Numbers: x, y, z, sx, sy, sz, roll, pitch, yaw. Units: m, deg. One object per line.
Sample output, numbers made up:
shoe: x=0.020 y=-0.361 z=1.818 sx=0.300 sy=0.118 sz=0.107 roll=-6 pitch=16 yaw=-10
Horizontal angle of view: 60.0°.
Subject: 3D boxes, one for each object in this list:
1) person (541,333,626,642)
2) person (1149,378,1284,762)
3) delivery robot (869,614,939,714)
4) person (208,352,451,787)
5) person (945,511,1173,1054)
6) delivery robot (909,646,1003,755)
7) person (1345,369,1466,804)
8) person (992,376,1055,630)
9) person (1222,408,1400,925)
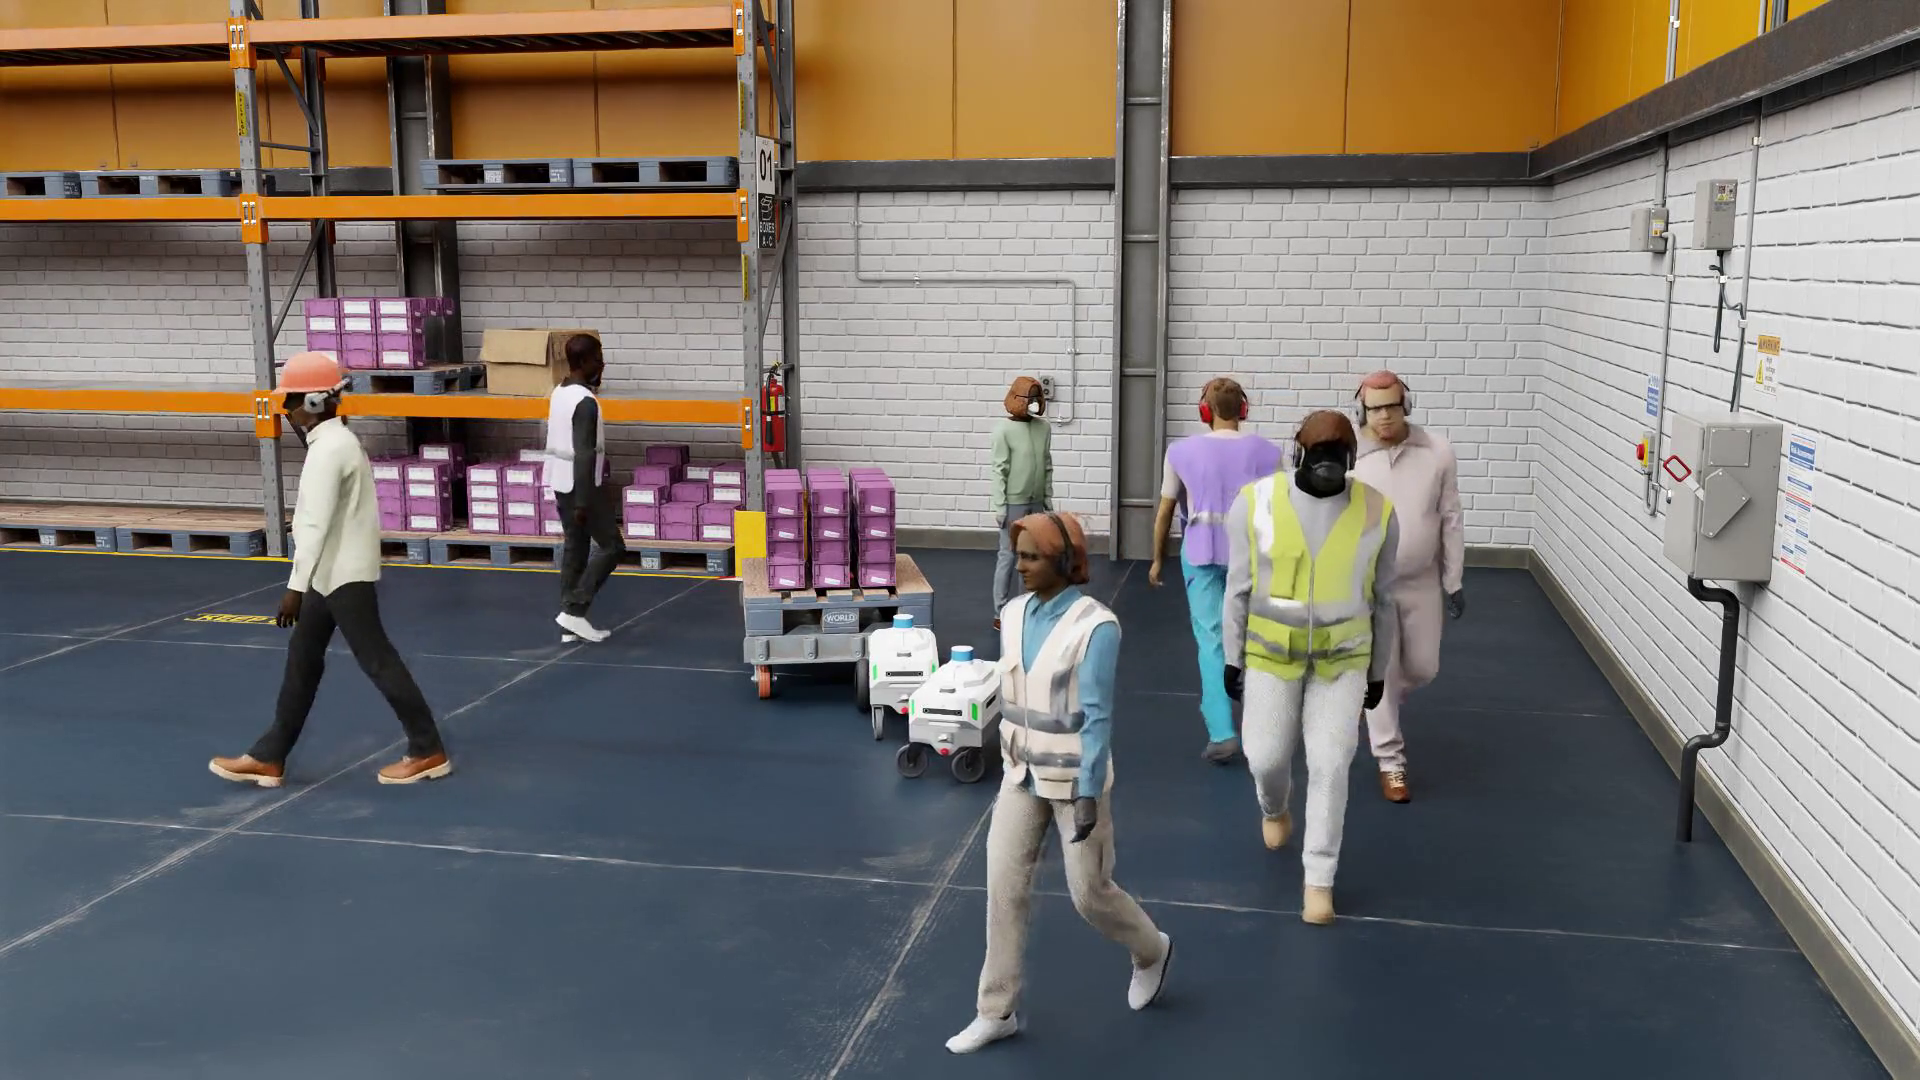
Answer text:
person: x=-2.308 y=-0.305 z=10.171 sx=0.454 sy=1.904 sz=0.591 roll=-6 pitch=11 yaw=-32
person: x=1.243 y=0.124 z=7.960 sx=0.589 sy=1.788 sz=1.002 roll=0 pitch=9 yaw=-3
delivery robot: x=-0.284 y=0.618 z=8.367 sx=0.477 sy=0.478 sz=0.707 roll=0 pitch=9 yaw=-3
person: x=-2.773 y=0.152 z=7.299 sx=1.025 sy=1.942 sz=0.624 roll=-3 pitch=10 yaw=-18
person: x=0.321 y=0.703 z=4.964 sx=0.732 sy=1.612 sz=0.518 roll=-8 pitch=12 yaw=-41
delivery robot: x=0.011 y=0.733 z=7.677 sx=0.477 sy=0.478 sz=0.707 roll=3 pitch=10 yaw=15
person: x=1.882 y=0.169 z=7.384 sx=0.668 sy=1.877 sz=0.704 roll=-1 pitch=9 yaw=-3
person: x=0.397 y=-0.221 z=10.494 sx=0.493 sy=1.624 sz=0.281 roll=-9 pitch=13 yaw=-44
person: x=1.264 y=0.418 z=6.047 sx=0.628 sy=1.822 sz=0.672 roll=2 pitch=10 yaw=10
